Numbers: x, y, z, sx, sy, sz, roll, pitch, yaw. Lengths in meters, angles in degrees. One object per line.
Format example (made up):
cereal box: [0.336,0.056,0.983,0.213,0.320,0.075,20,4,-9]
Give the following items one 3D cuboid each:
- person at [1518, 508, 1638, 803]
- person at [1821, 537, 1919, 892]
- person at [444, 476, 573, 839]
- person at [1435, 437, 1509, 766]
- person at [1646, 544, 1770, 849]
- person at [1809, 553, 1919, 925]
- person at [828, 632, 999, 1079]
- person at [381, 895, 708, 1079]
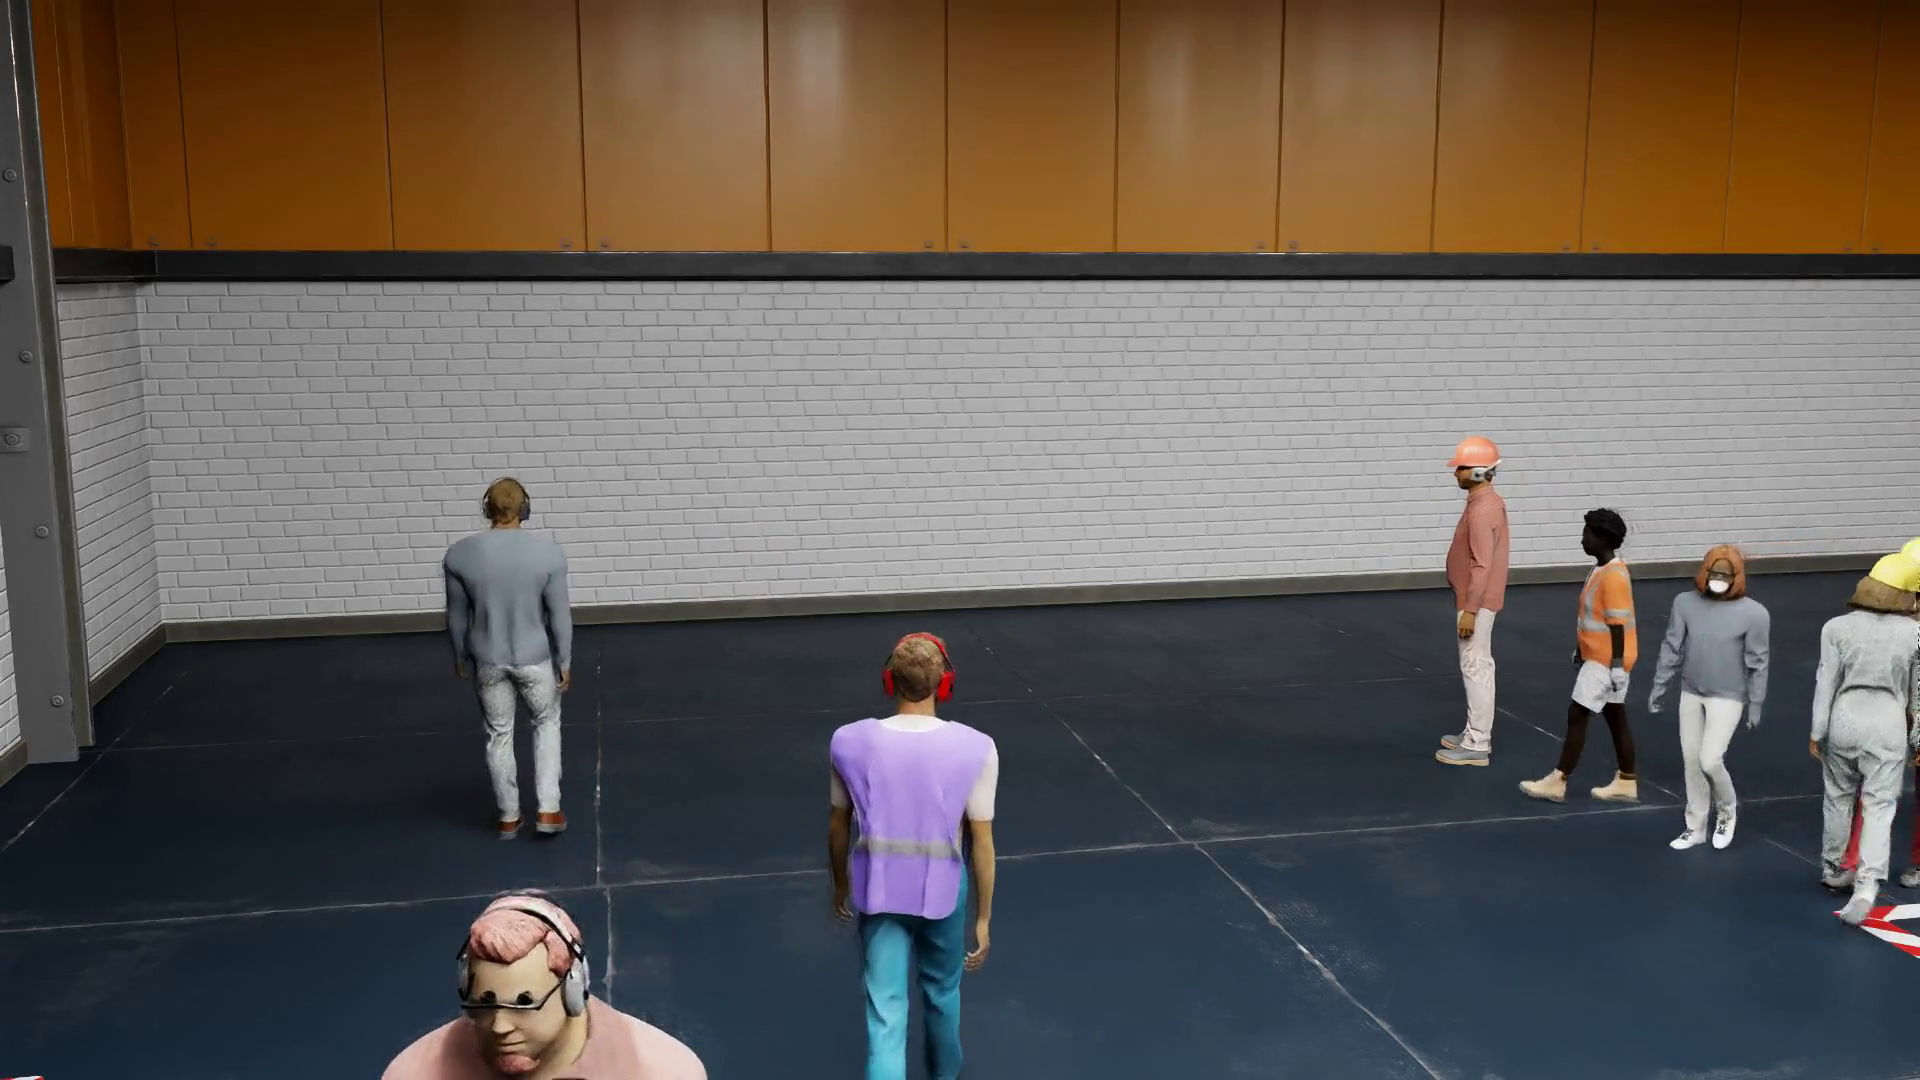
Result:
person: [3.488,0.654,9.305,0.730,1.666,0.546,3,10,16]
person: [4.457,0.852,7.871,0.845,1.729,0.537,-7,12,-37]
person: [-2.345,0.626,8.690,0.655,1.933,0.438,-1,9,-7]
person: [3.110,0.366,10.088,0.393,1.991,0.626,4,10,23]
person: [3.811,0.816,8.488,0.360,1.620,0.522,-6,11,-33]
person: [4.224,0.904,7.719,0.479,1.698,0.830,5,10,27]
person: [-0.160,1.195,5.629,0.589,1.792,0.963,1,9,4]
person: [-0.773,1.566,3.122,0.640,1.885,0.462,-1,9,-8]
